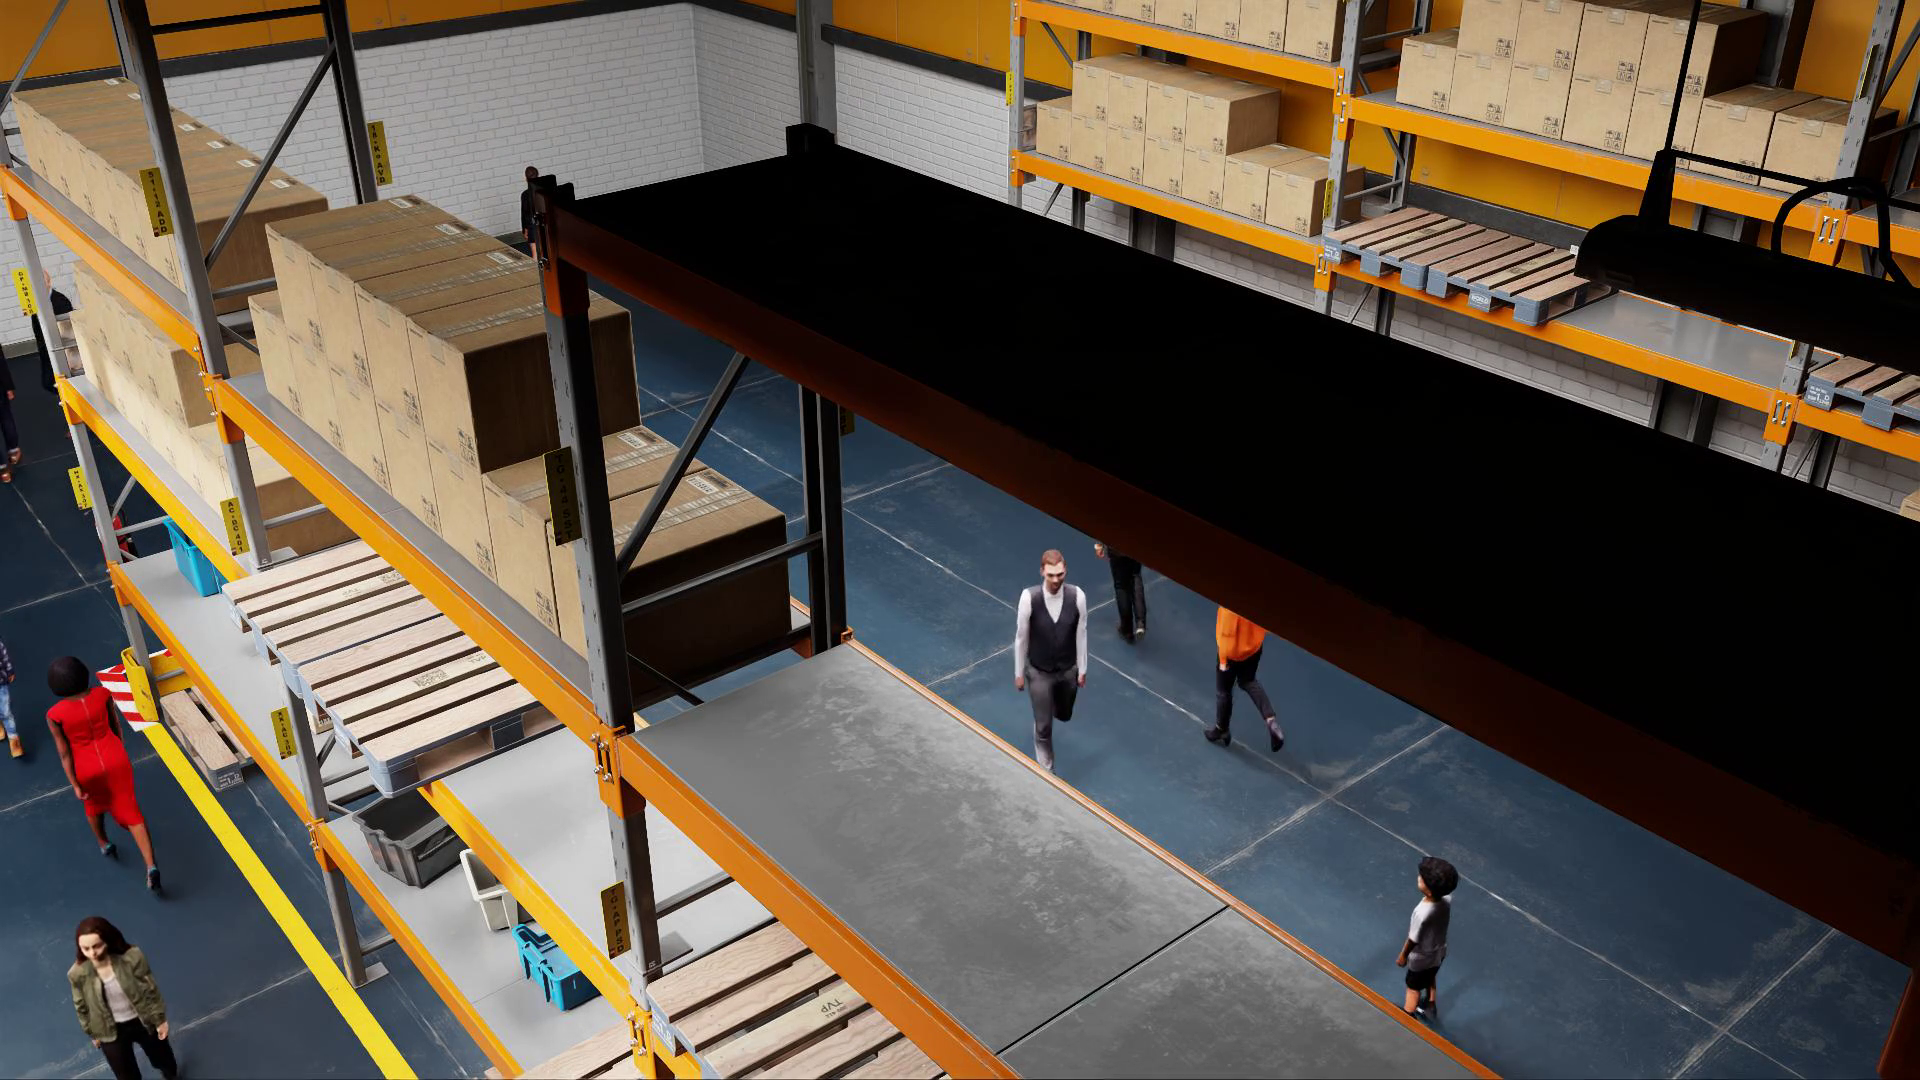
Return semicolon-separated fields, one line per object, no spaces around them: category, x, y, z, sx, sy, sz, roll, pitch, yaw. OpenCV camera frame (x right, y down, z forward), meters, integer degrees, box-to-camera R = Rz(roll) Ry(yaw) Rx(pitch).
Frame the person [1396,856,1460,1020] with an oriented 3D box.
person;2.777;2.385;9.749;0.528;1.254;0.548;-24;37;-37

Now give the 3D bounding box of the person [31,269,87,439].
person;-9.254;-1.975;17.182;0.921;1.793;0.982;8;30;14

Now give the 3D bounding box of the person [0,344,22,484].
person;-9.478;-1.407;16.150;0.850;1.783;1.042;-12;31;-21

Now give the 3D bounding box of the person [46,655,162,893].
person;-5.530;1.548;10.816;0.587;1.702;1.074;-24;37;-37

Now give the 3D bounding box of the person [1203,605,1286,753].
person;2.107;0.835;12.093;0.627;1.731;0.920;-21;35;-33

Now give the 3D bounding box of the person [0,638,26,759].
person;-7.210;1.004;12.314;0.568;1.223;0.902;-18;33;-29

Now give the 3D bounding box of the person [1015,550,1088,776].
person;0.638;0.872;11.834;1.002;1.915;1.215;-5;29;-9

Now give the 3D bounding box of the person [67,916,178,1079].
person;-4.544;2.616;9.109;0.737;1.463;0.940;-11;30;-19
